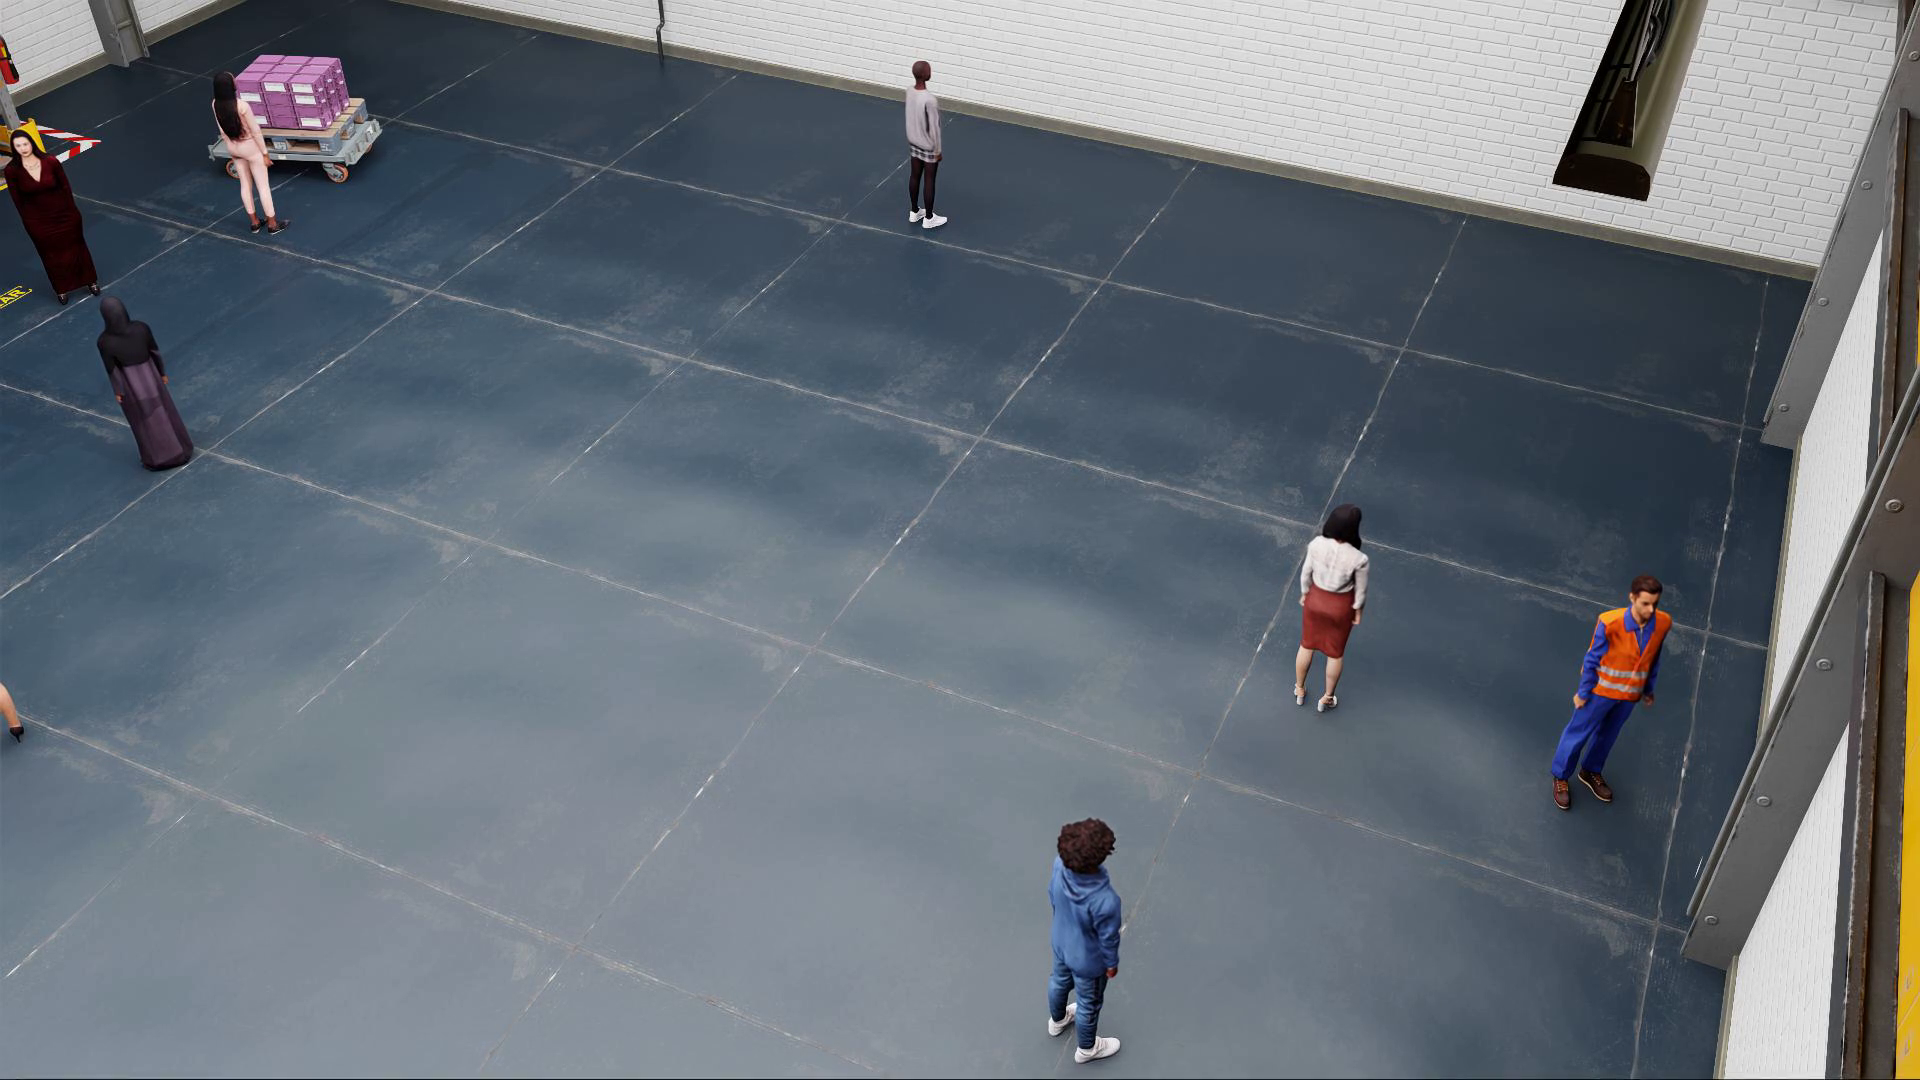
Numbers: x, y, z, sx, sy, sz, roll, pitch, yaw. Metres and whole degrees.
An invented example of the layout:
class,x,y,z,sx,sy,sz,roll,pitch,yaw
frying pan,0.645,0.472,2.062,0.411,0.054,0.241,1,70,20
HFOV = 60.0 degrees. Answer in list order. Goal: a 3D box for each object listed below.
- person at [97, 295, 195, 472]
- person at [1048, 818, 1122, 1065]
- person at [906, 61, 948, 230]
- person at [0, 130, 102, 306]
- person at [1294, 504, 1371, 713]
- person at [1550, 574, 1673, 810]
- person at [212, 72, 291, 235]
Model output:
class,x,y,z,sx,sy,sz,roll,pitch,yaw
person,-6.766,-1.306,13.701,0.640,1.615,0.747,-31,48,-33
person,0.675,2.201,9.152,0.755,1.811,0.762,-25,45,-28
person,-0.383,-4.057,17.019,0.666,1.772,0.687,-30,48,-32
person,-8.646,-3.081,15.809,0.728,1.757,0.832,-23,44,-26
person,2.527,0.470,11.368,0.614,1.751,0.523,19,43,23
person,4.188,0.952,10.674,0.788,1.863,0.808,-6,39,-7
person,-7.255,-3.932,16.903,0.640,1.722,0.573,11,40,14
